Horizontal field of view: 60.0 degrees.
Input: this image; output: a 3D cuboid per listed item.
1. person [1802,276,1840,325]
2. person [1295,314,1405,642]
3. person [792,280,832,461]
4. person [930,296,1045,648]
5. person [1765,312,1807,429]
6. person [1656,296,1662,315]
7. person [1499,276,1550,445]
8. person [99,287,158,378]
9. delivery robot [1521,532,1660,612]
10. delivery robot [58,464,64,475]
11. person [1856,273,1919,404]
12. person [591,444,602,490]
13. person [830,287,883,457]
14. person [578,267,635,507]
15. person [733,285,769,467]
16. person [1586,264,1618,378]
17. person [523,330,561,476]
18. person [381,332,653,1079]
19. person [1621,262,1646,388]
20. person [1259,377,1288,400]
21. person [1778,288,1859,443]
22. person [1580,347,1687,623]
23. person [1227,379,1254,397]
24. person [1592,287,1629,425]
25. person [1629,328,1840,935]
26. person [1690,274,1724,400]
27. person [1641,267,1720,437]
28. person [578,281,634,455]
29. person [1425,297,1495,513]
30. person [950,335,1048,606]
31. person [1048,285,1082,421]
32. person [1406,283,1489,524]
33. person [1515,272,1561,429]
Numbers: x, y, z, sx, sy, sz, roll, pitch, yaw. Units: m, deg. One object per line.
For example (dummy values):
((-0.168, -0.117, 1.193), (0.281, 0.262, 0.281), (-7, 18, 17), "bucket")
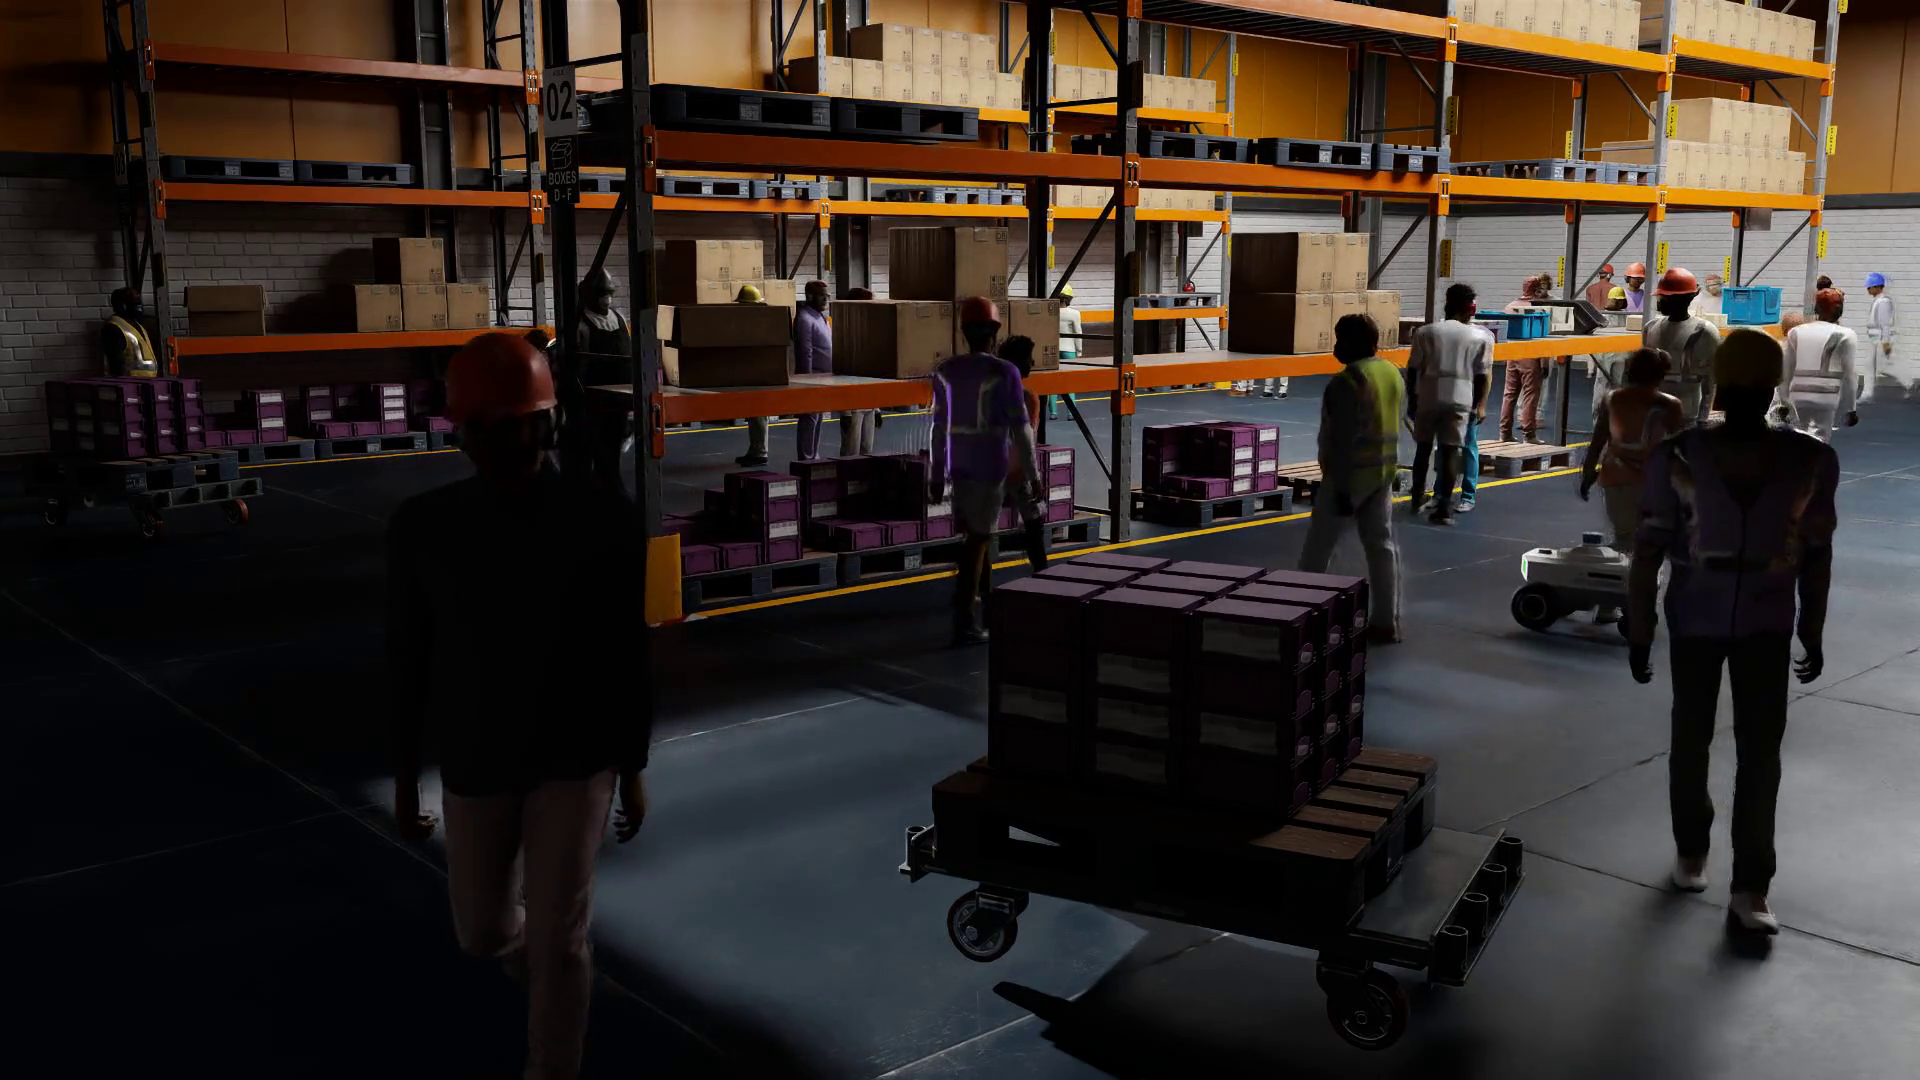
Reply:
((11.317, -2.542, 21.931), (0.510, 1.870, 0.328), (2, 10, 9), "person")
((2.114, -0.349, 9.282), (0.633, 1.807, 0.820), (-9, 13, -41), "person")
((-1.349, -1.484, 15.630), (0.399, 1.905, 0.643), (2, 10, 9), "person")
((0.179, -0.384, 9.187), (0.585, 1.895, 0.824), (9, 13, 42), "person")
((7.545, -1.256, 15.147), (0.539, 1.605, 0.736), (7, 12, 34), "person")
((9.300, -2.463, 21.772), (0.848, 1.776, 0.617), (0, 10, 0), "person")
((6.423, -2.023, 18.824), (0.396, 1.899, 0.636), (-6, 11, -32), "person")
((-7.537, -1.373, 15.161), (0.429, 1.844, 0.623), (-1, 10, -8), "person")
((3.584, 0.197, 9.457), (0.707, 0.478, 0.477), (7, 12, 35), "delivery robot")
((-7.428, -0.631, 14.303), (0.477, 0.478, 0.707), (2, 10, 13), "delivery robot")
((13.273, -2.865, 23.767), (0.805, 1.903, 0.614), (2, 10, 11), "person")
((-3.330, -1.274, 14.994), (0.317, 1.698, 0.540), (-4, 10, -21), "person")
((-0.785, -1.026, 13.007), (0.355, 1.884, 0.576), (4, 11, 24), "person")
((-2.938, -1.228, 13.730), (0.535, 2.000, 0.684), (7, 12, 36), "person")
((-2.115, -1.659, 16.855), (0.403, 1.835, 0.586), (-3, 10, -15), "person")
((11.198, -3.806, 28.987), (0.611, 1.985, 0.393), (9, 13, 43), "person")
((-2.910, -0.674, 11.771), (0.694, 1.607, 0.504), (-4, 11, -23), "person")
((-1.023, 0.486, 3.934), (0.618, 1.968, 0.813), (0, 10, -1), "person")
((8.860, -2.632, 21.945), (0.614, 2.040, 0.375), (-1, 10, -5), "person")
((4.678, -2.993, 24.715), (0.586, 1.824, 0.404), (9, 13, 44), "person")
((6.965, -1.106, 13.531), (0.435, 1.869, 0.580), (-5, 11, -25), "person")
((4.001, -0.332, 9.793), (0.863, 1.585, 0.551), (-7, 12, -34), "person")
((4.285, -3.134, 25.206), (0.370, 1.934, 0.627), (7, 12, 37), "person")
((8.181, -2.293, 20.833), (0.492, 1.743, 0.296), (-4, 10, -21), "person")
((2.463, 0.283, 5.313), (0.611, 1.890, 0.869), (3, 10, 18), "person")
((10.964, -2.945, 24.307), (0.664, 1.864, 0.777), (0, 10, 3), "person")
((5.123, -0.935, 12.007), (0.366, 2.041, 0.614), (-6, 11, -32), "person")
((-3.760, -1.764, 17.358), (0.595, 1.888, 0.941), (9, 13, 41), "person")
((4.160, -1.152, 13.852), (0.389, 1.846, 0.567), (-9, 13, -41), "person")
((0.282, -0.418, 10.118), (0.860, 1.657, 0.534), (-9, 13, -42), "person")
((1.340, -2.419, 21.531), (0.524, 1.759, 0.328), (5, 11, 25), "person")
((3.911, -1.107, 13.419), (0.630, 1.907, 0.873), (3, 10, 18), "person")
((7.095, -2.324, 20.450), (0.636, 1.936, 0.374), (3, 10, 15), "person")
